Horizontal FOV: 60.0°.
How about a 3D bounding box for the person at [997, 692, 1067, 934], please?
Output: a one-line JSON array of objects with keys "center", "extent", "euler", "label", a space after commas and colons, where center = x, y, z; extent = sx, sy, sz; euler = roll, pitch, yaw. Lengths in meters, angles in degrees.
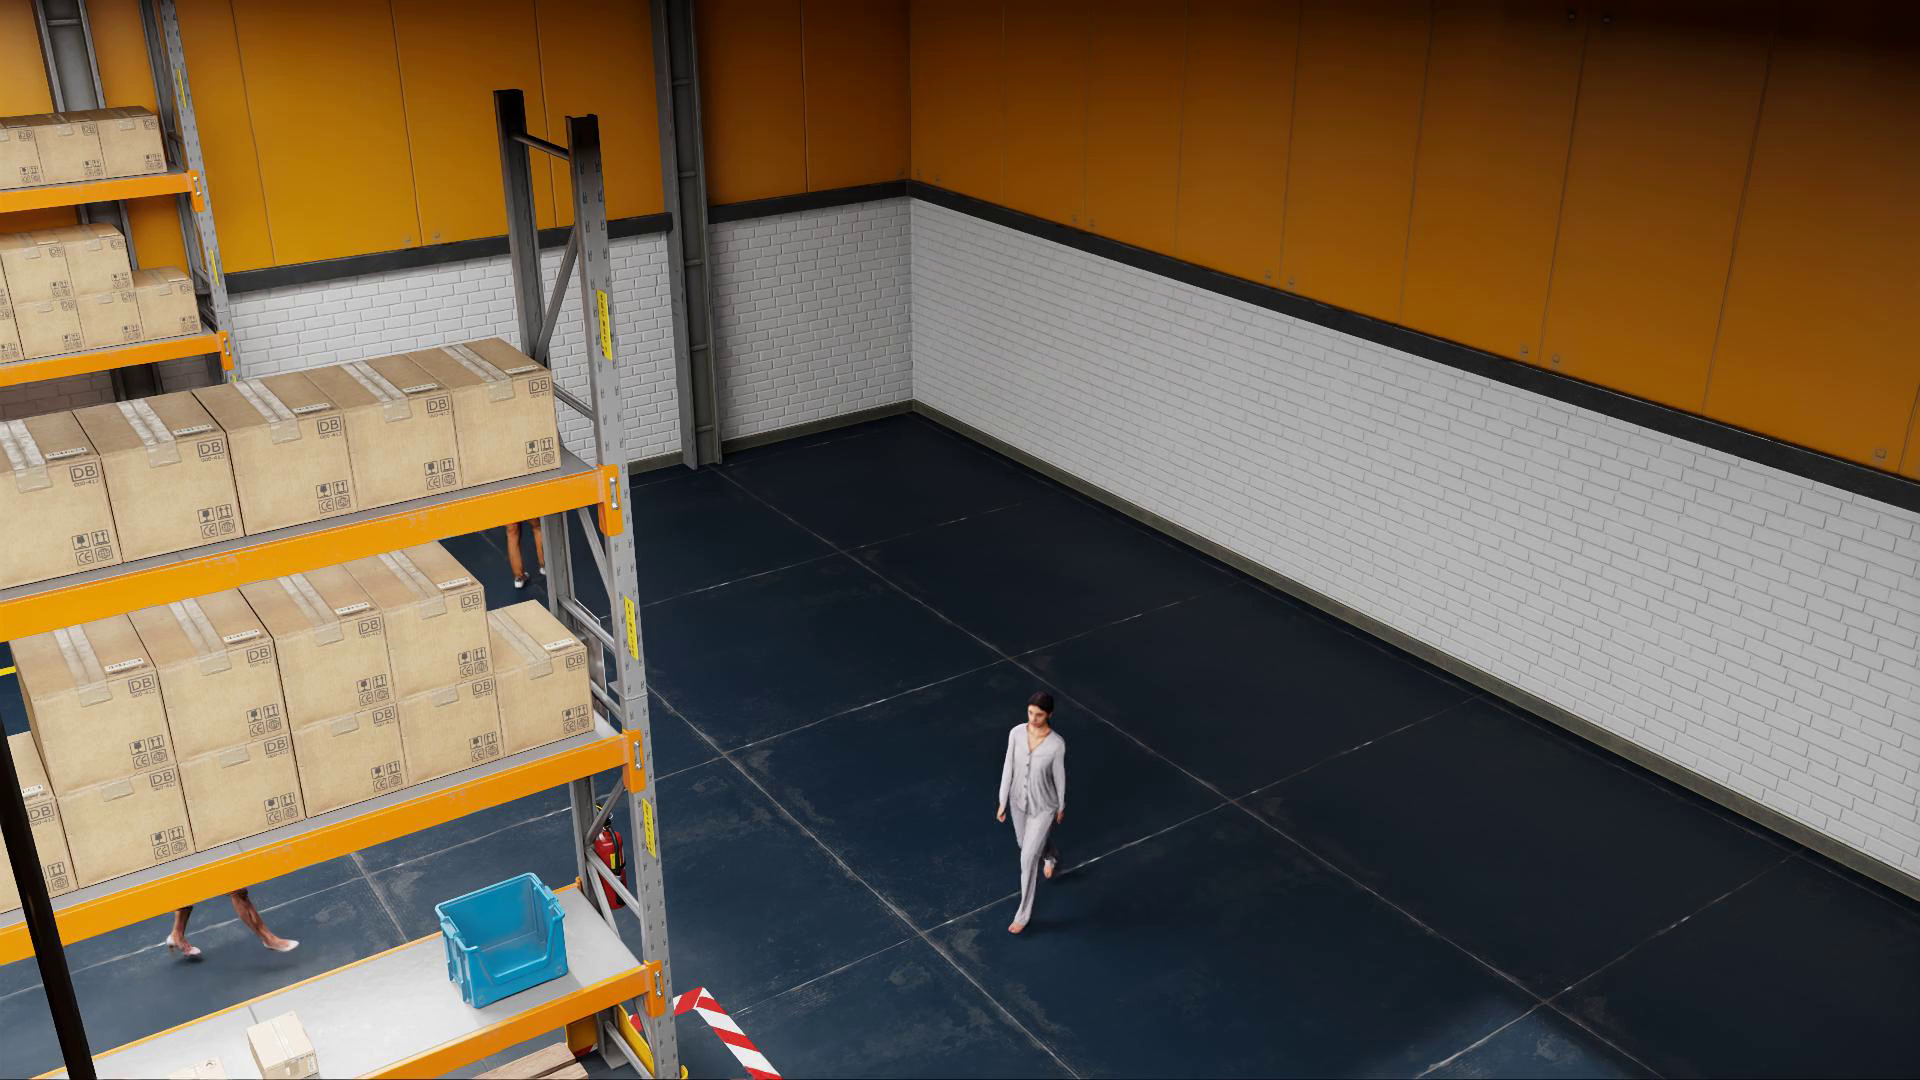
[{"center": [0.548, 1.831, 11.756], "extent": [0.892, 1.737, 1.181], "euler": [13, 27, 28], "label": "person"}]
